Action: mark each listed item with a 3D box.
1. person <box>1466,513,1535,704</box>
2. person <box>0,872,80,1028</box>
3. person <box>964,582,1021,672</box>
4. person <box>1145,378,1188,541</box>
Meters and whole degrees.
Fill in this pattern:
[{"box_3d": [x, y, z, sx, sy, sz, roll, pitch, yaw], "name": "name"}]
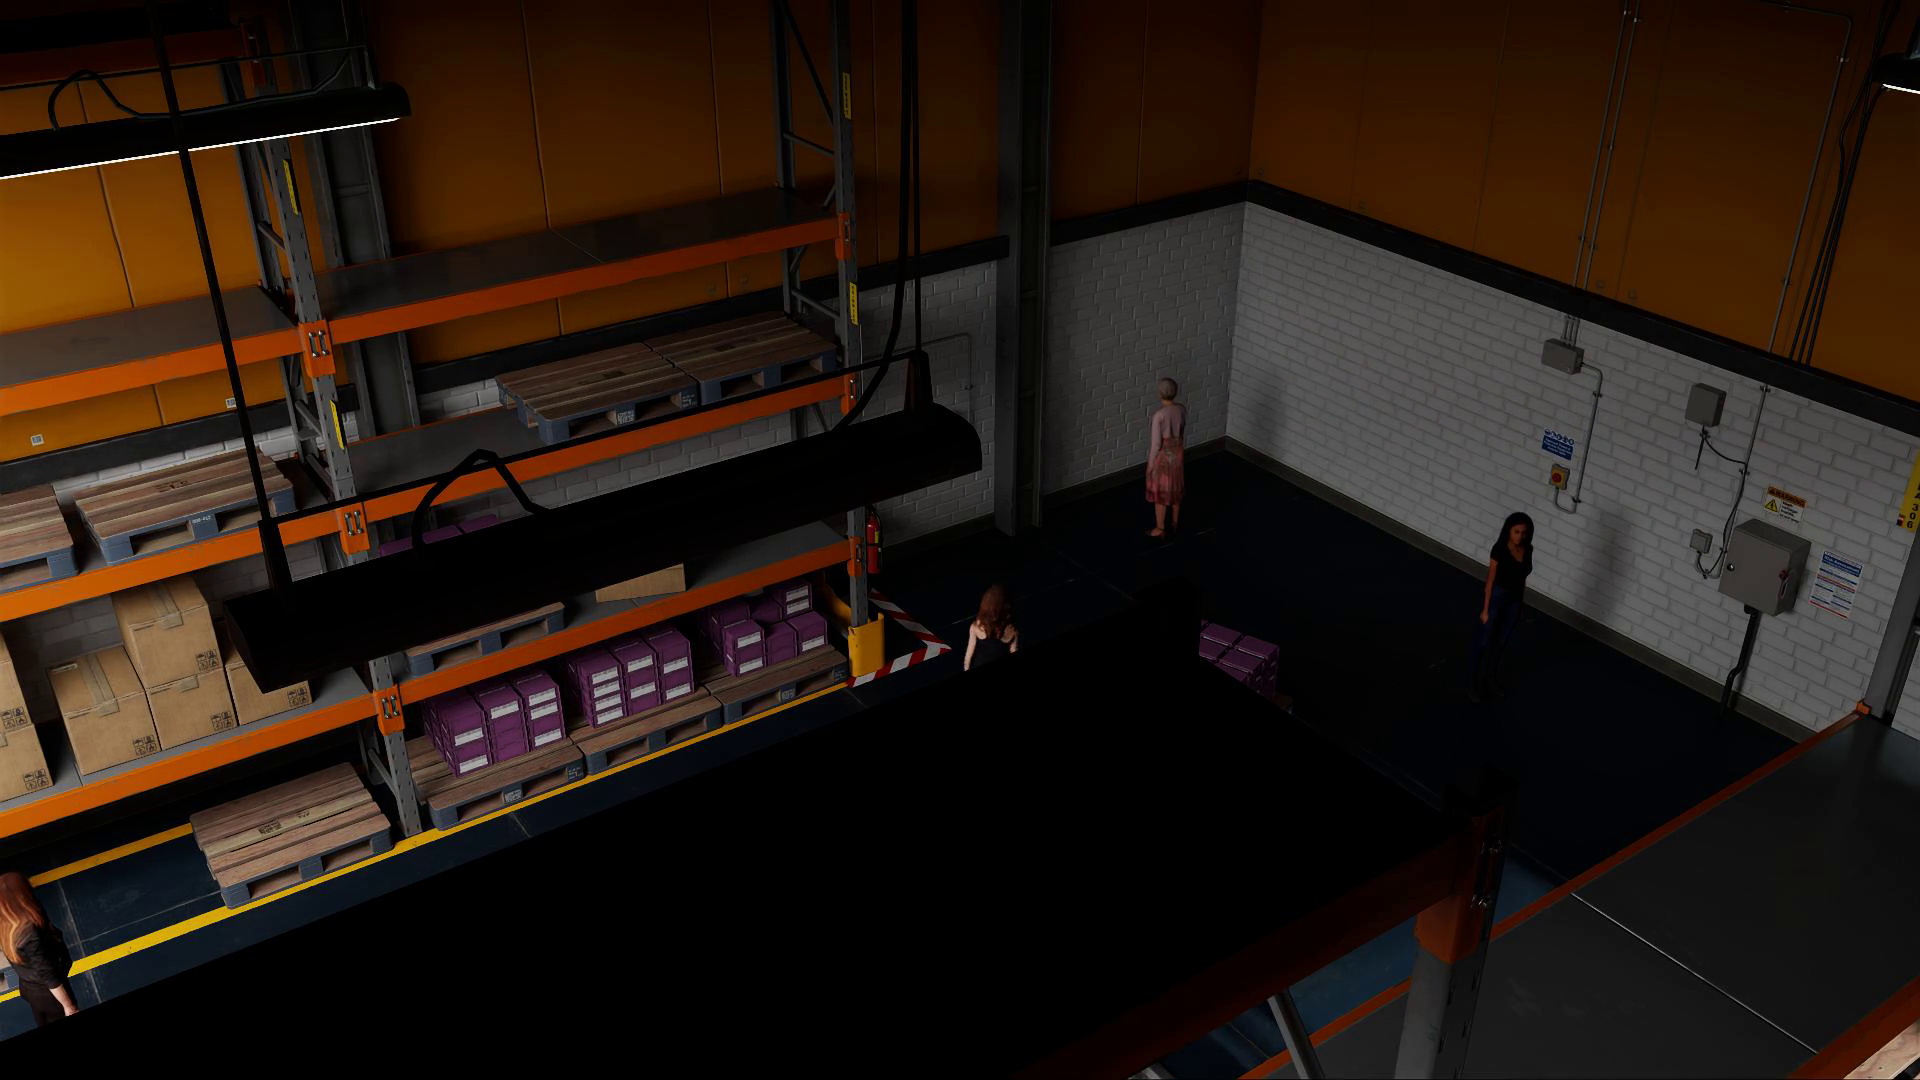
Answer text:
[{"box_3d": [4.502, 0.535, 13.838, 0.557, 1.737, 0.682, -9, 30, -17], "name": "person"}, {"box_3d": [-5.476, 2.682, 9.927, 0.653, 1.713, 0.613, 21, 35, 33], "name": "person"}, {"box_3d": [0.235, 1.156, 12.729, 1.142, 1.709, 1.075, -1, 29, -2], "name": "person"}, {"box_3d": [2.037, -0.796, 16.326, 0.503, 1.690, 0.635, -19, 34, -31], "name": "person"}]
